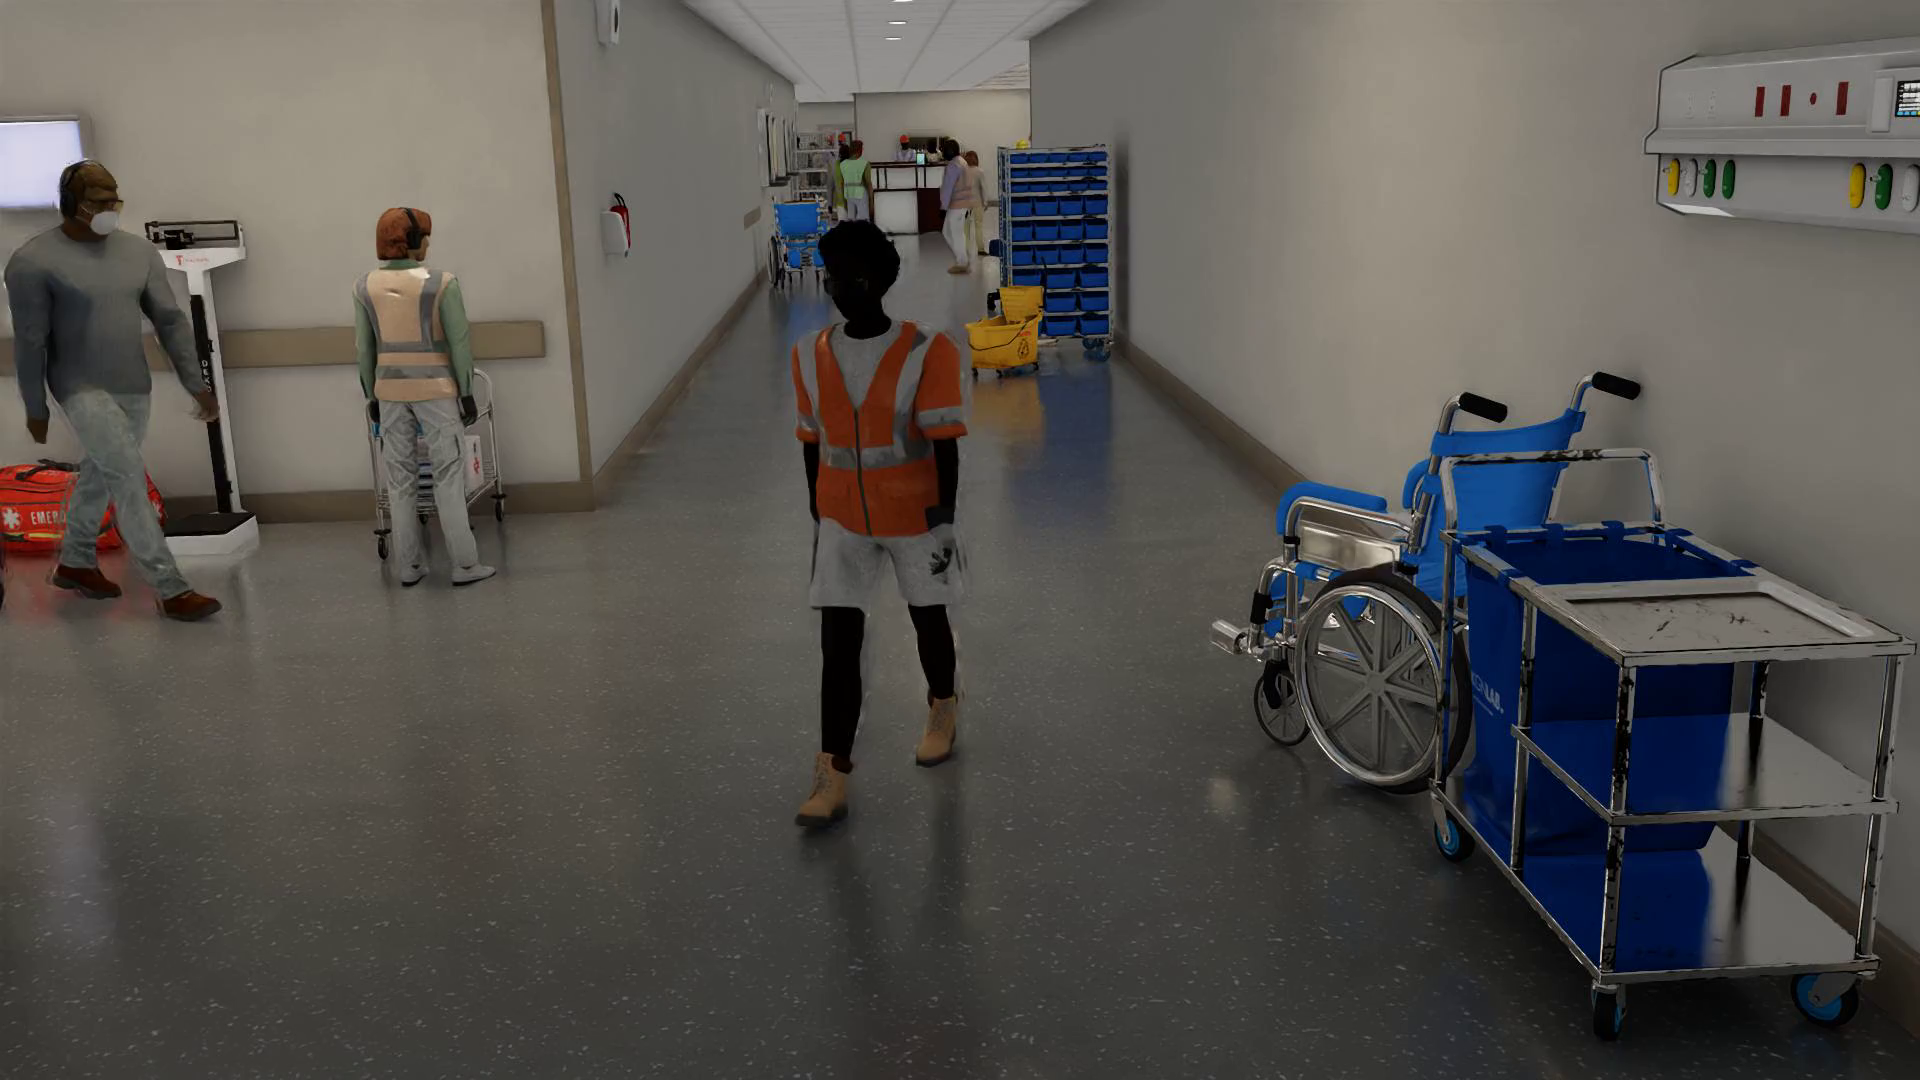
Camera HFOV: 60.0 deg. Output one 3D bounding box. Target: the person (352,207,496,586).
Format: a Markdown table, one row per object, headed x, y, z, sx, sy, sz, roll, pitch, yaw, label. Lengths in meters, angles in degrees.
| x | y | z | sx | sy | sz | roll | pitch | yaw | label |
| --- | --- | --- | --- | --- | --- | --- | --- | --- | --- |
| -2.333 | -0.602 | 7.180 | 0.515 | 1.636 | 0.314 | 1 | 14 | 11 | person |

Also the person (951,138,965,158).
| x | y | z | sx | sy | sz | roll | pitch | yaw | label |
| --- | --- | --- | --- | --- | --- | --- | --- | --- | --- |
| -0.150 | -8.989 | 41.020 | 0.624 | 1.816 | 0.502 | -12 | 17 | -37 | person |

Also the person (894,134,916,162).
| x | y | z | sx | sy | sz | roll | pitch | yaw | label |
| --- | --- | --- | --- | --- | --- | --- | --- | --- | --- |
| -1.334 | -8.932 | 40.697 | 0.545 | 1.931 | 0.377 | 1 | 14 | 9 | person |

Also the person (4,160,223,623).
| x | y | z | sx | sy | sz | roll | pitch | yaw | label |
| --- | --- | --- | --- | --- | --- | --- | --- | --- | --- |
| -3.544 | -0.606 | 6.873 | 1.062 | 1.883 | 0.644 | 5 | 15 | 26 | person |

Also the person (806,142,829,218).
| x | y | z | sx | sy | sz | roll | pitch | yaw | label |
| --- | --- | --- | --- | --- | --- | --- | --- | --- | --- |
| -3.464 | -8.625 | 39.910 | 0.468 | 1.827 | 0.693 | -15 | 19 | -43 | person |

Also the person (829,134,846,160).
| x | y | z | sx | sy | sz | roll | pitch | yaw | label |
| --- | --- | --- | --- | --- | --- | --- | --- | --- | --- |
| -2.913 | -9.024 | 41.141 | 0.625 | 1.985 | 0.414 | 4 | 15 | 23 | person |

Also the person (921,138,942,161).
| x | y | z | sx | sy | sz | roll | pitch | yaw | label |
| --- | --- | --- | --- | --- | --- | --- | --- | --- | --- |
| -0.620 | -8.207 | 37.827 | 0.628 | 1.835 | 0.429 | -10 | 16 | -32 | person |

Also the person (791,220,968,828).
| x | y | z | sx | sy | sz | roll | pitch | yaw | label |
| --- | --- | --- | --- | --- | --- | --- | --- | --- | --- |
| -0.224 | -0.069 | 4.703 | 0.539 | 1.651 | 0.865 | 3 | 14 | 18 | person |

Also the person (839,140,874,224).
| x | y | z | sx | sy | sz | roll | pitch | yaw | label |
| --- | --- | --- | --- | --- | --- | --- | --- | --- | --- |
| -1.603 | -5.297 | 25.953 | 0.565 | 1.846 | 0.390 | 6 | 15 | 28 | person |

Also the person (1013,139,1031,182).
| x | y | z | sx | sy | sz | roll | pitch | yaw | label |
| --- | --- | --- | --- | --- | --- | --- | --- | --- | --- |
| 1.107 | -6.248 | 29.707 | 0.523 | 1.769 | 0.319 | -6 | 14 | -18 | person |

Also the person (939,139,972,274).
| x | y | z | sx | sy | sz | roll | pitch | yaw | label |
| --- | --- | --- | --- | --- | --- | --- | --- | --- | --- |
| -0.071 | -4.562 | 22.797 | 0.461 | 1.821 | 0.620 | 1 | 14 | 10 | person |

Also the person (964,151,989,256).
| x | y | z | sx | sy | sz | roll | pitch | yaw | label |
| --- | --- | --- | --- | --- | --- | --- | --- | --- | --- |
| 0.201 | -5.261 | 26.038 | 0.498 | 1.632 | 0.289 | 4 | 15 | 22 | person |

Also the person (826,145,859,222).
| x | y | z | sx | sy | sz | roll | pitch | yaw | label |
| --- | --- | --- | --- | --- | --- | --- | --- | --- | --- |
| -1.802 | -5.419 | 26.644 | 0.645 | 1.785 | 0.818 | 0 | 14 | 5 | person |
